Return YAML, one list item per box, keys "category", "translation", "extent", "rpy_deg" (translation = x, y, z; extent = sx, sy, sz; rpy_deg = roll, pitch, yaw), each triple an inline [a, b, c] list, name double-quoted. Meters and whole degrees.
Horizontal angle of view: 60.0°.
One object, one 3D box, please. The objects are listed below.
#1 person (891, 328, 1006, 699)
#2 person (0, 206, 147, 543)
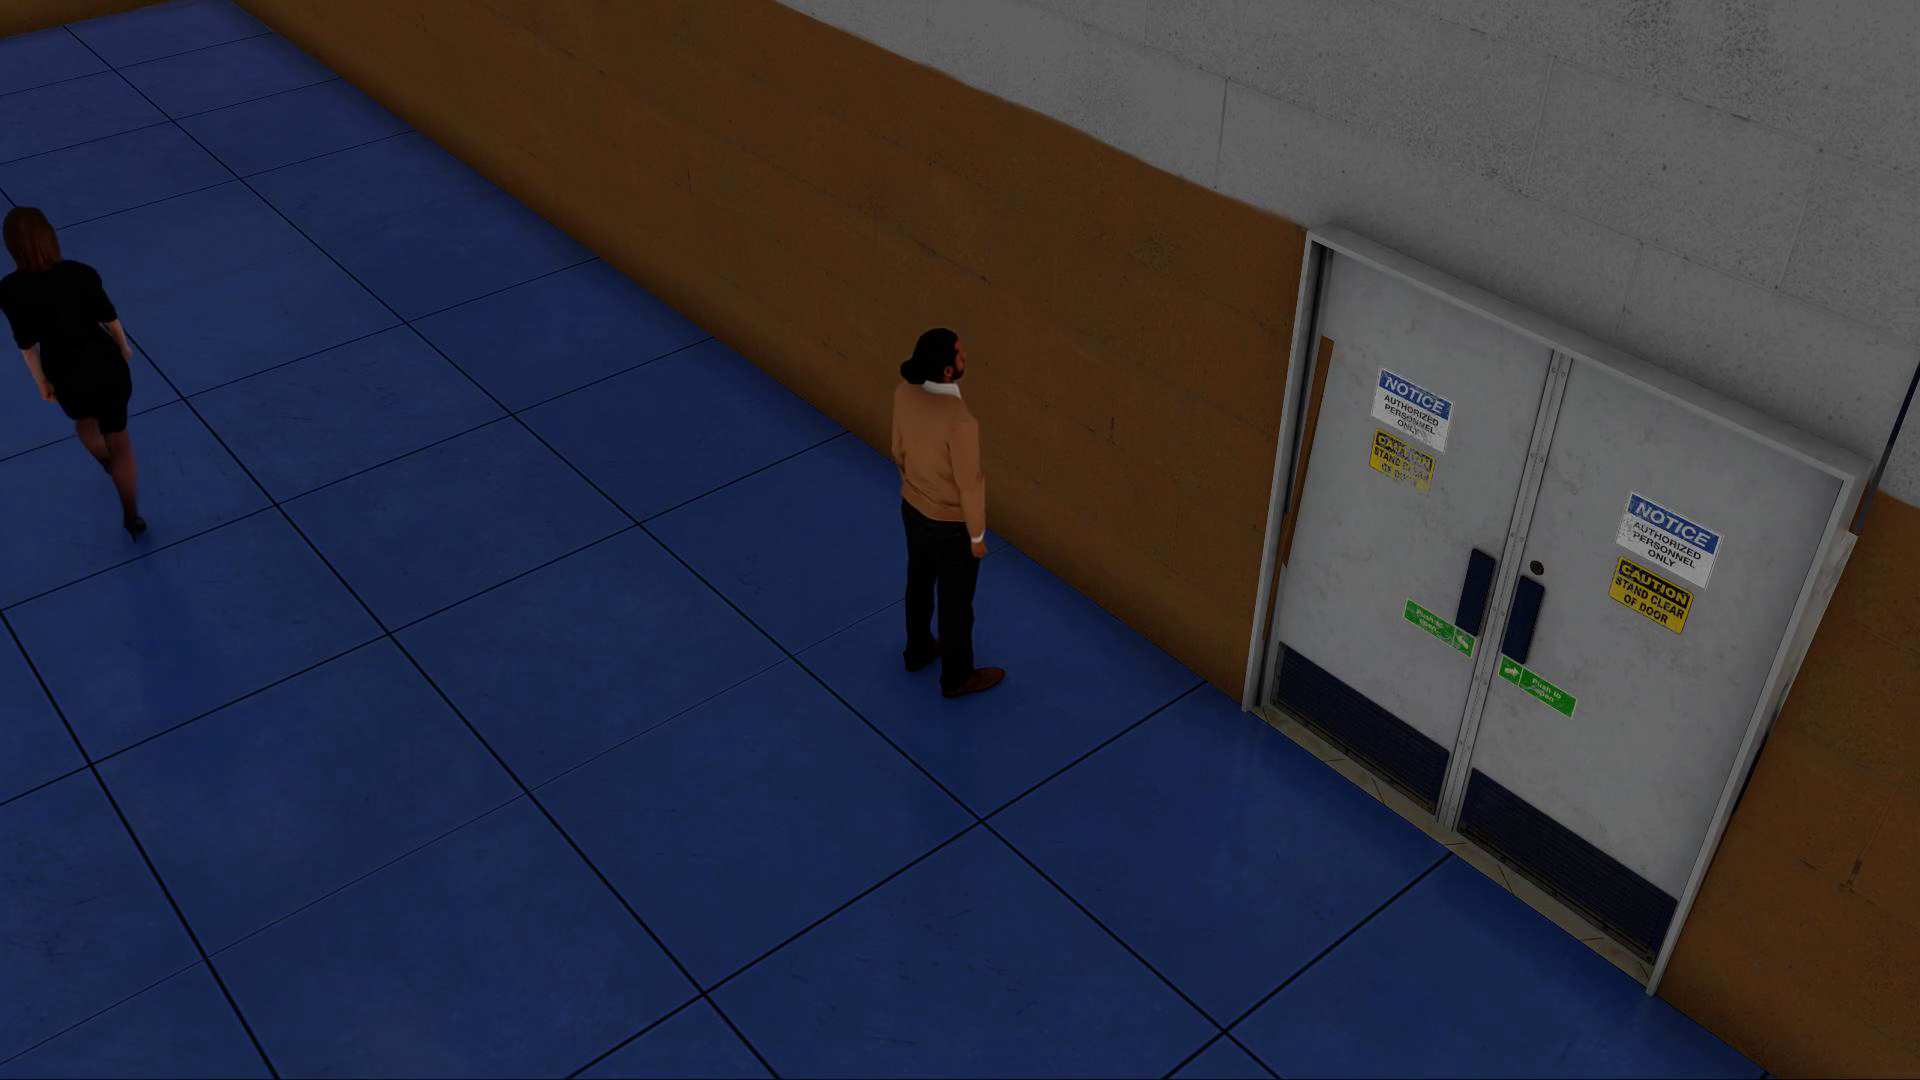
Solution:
- category: "person"
  translation: [-0.080, -0.103, 6.949]
  extent: [0.566, 1.754, 0.645]
  rpy_deg: [-26, 44, -30]
- category: "person"
  translation: [-4.110, -0.735, 7.842]
  extent: [1.000, 1.677, 0.875]
  rpy_deg: [-13, 39, -16]
